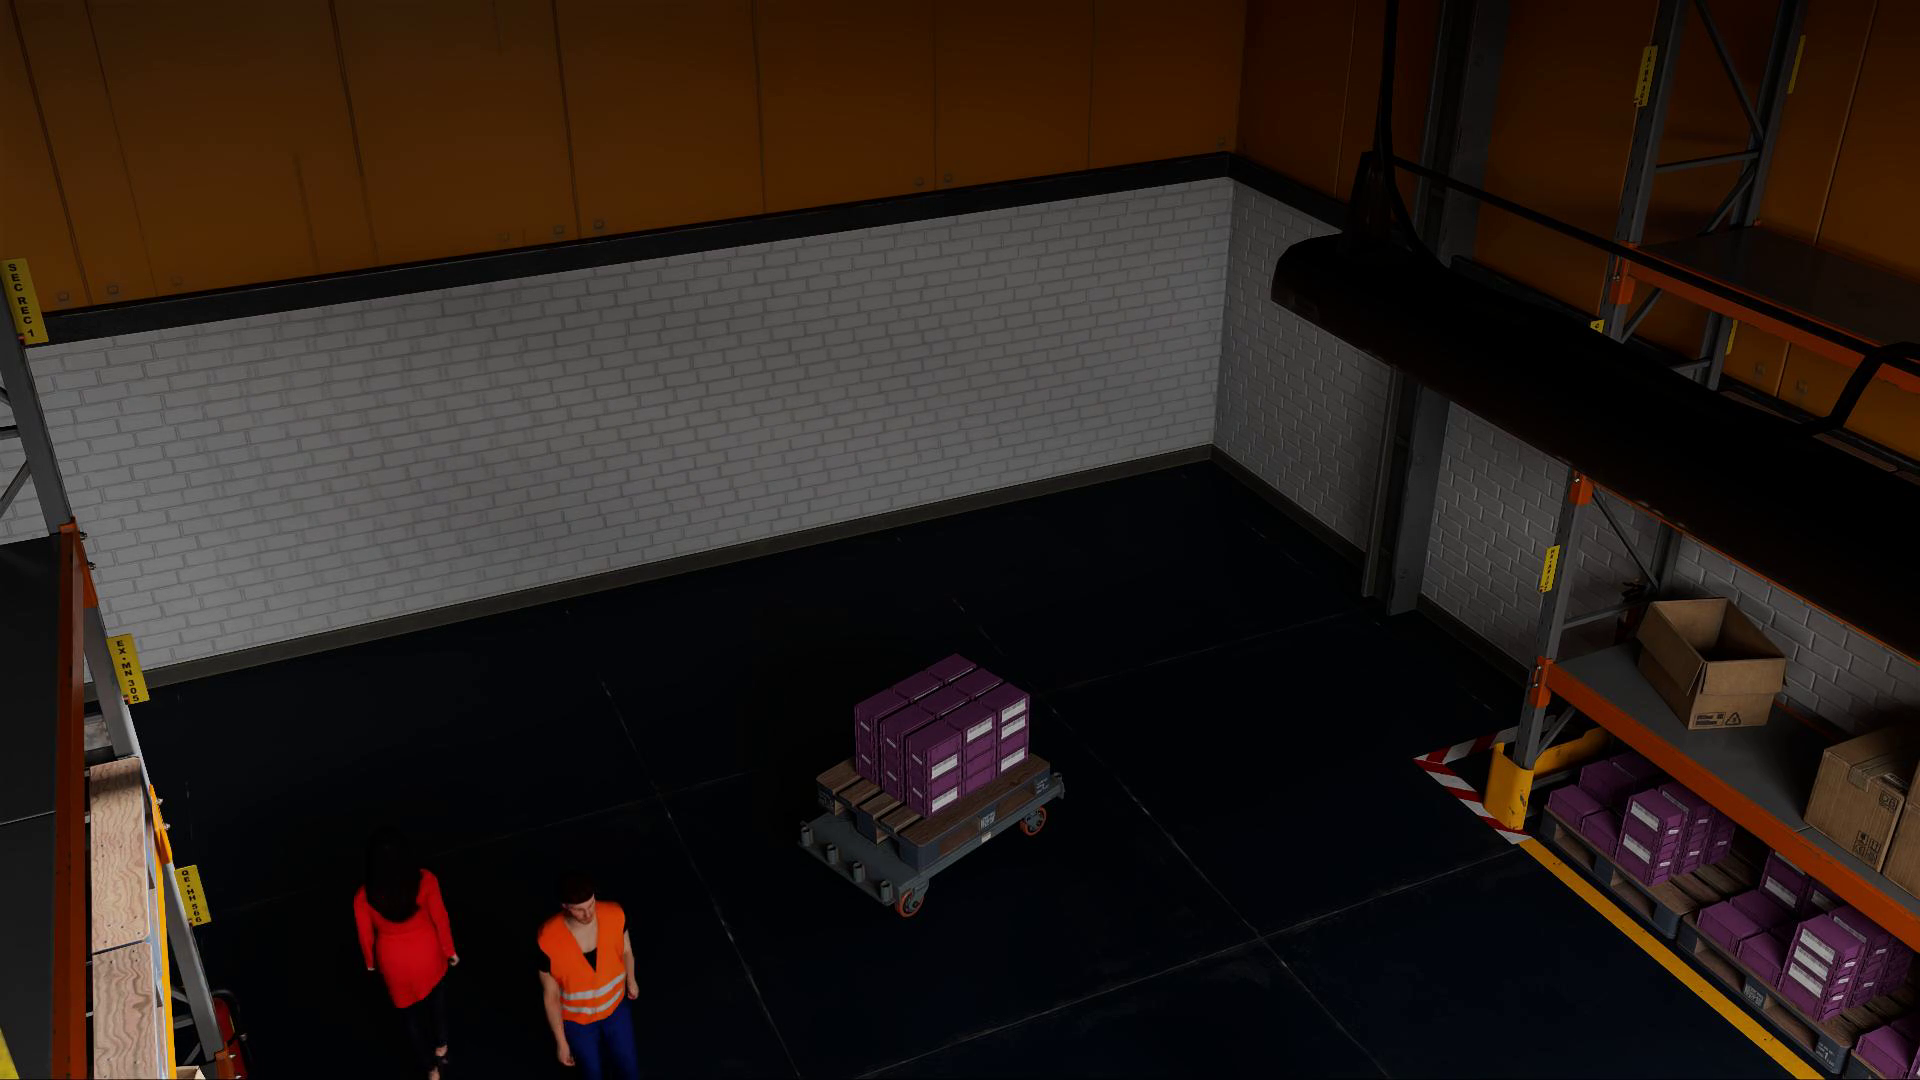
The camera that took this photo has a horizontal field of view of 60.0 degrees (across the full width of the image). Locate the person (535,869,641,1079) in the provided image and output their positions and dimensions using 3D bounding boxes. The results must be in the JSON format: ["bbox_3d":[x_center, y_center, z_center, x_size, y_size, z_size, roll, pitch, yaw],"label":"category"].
[{"bbox_3d":[-1.953,2.368,8.653,0.672,1.858,0.727,-13,31,-23],"label":"person"}]

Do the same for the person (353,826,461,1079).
[{"bbox_3d":[-2.921,2.302,8.900,0.624,1.737,0.581,-12,31,-21],"label":"person"}]
